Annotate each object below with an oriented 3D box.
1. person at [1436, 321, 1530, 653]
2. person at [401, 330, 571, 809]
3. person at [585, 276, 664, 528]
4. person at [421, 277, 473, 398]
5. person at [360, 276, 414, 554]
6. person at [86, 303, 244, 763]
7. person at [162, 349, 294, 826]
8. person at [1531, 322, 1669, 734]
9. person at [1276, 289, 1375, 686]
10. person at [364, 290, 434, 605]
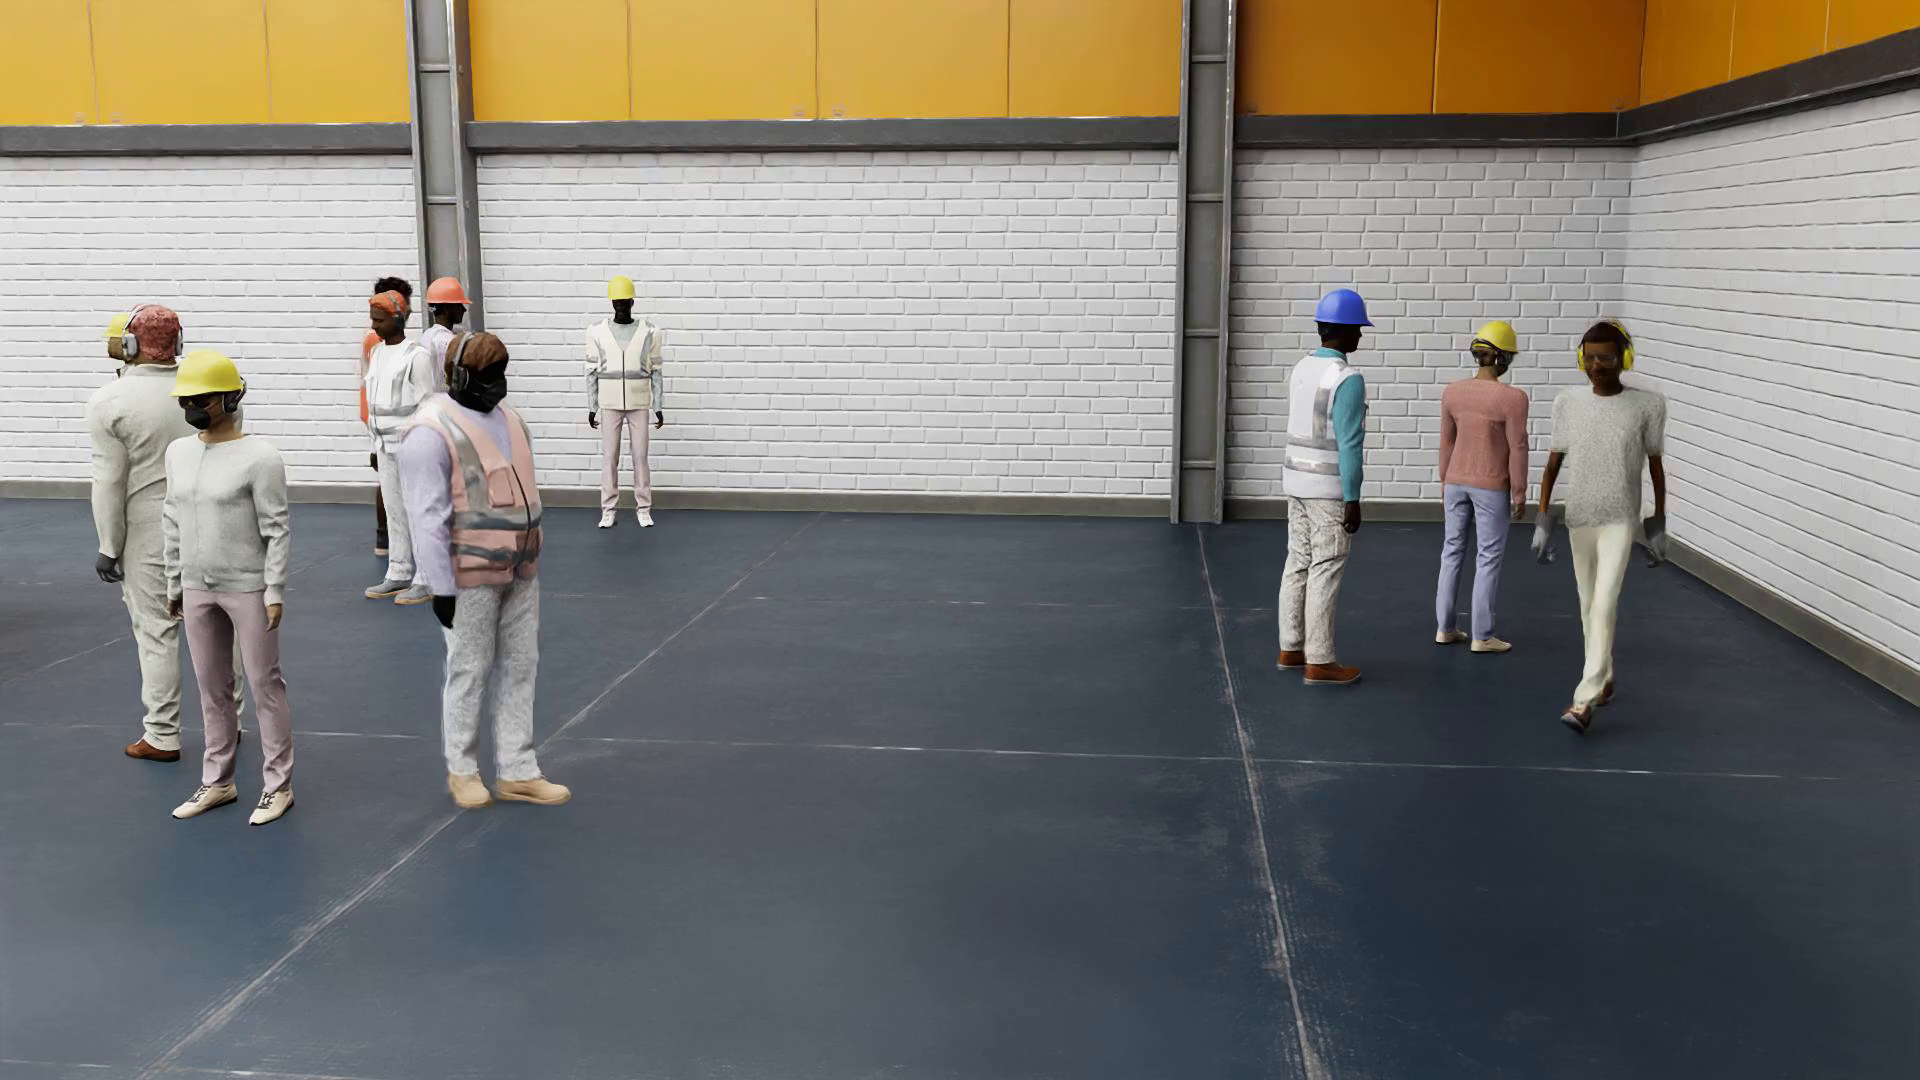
[{"bbox_3d":[2.774,-0.275,8.812,0.343,1.755,0.531,-8,13,-37],"label":"person"},{"bbox_3d":[-1.788,0.124,6.310,0.513,1.832,0.649,4,11,23],"label":"person"},{"bbox_3d":[-2.563,-1.050,12.745,0.586,1.928,0.369,-2,10,-10],"label":"person"},{"bbox_3d":[-3.502,-0.831,11.464,0.354,1.939,0.544,-6,12,-33],"label":"person"},{"bbox_3d":[-3.968,-0.880,11.724,0.451,1.945,0.605,0,10,-1],"label":"person"},{"bbox_3d":[-3.312,-0.029,6.963,0.410,1.909,0.642,7,12,37],"label":"person"},{"bbox_3d":[-2.724,0.180,6.170,0.522,1.768,0.312,3,10,15],"label":"person"},{"bbox_3d":[2.852,-0.064,7.448,0.533,1.803,0.991,7,12,36],"label":"person"},{"bbox_3d":[1.812,-0.259,8.205,0.424,1.938,0.603,-3,10,-17],"label":"person"},{"bbox_3d":[-3.388,-0.557,10.043,0.573,1.887,0.356,8,13,38],"label":"person"}]
